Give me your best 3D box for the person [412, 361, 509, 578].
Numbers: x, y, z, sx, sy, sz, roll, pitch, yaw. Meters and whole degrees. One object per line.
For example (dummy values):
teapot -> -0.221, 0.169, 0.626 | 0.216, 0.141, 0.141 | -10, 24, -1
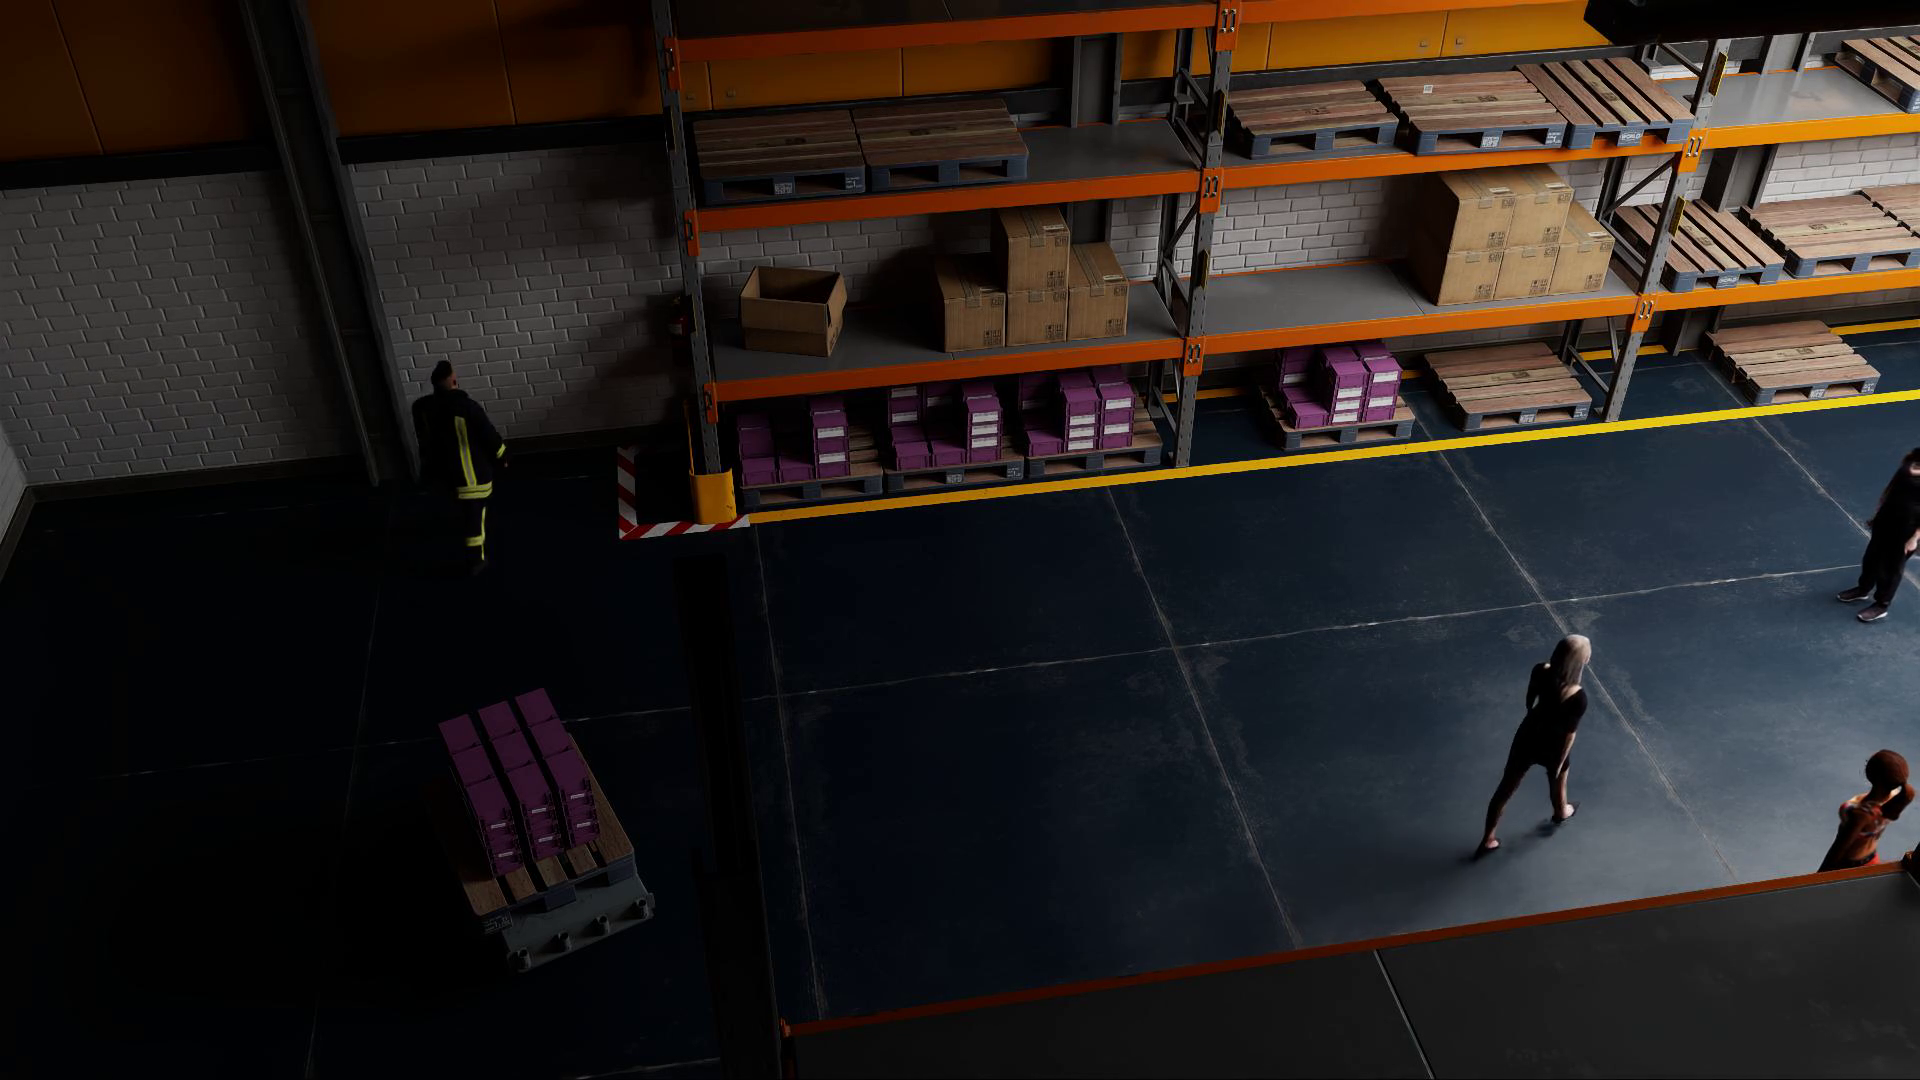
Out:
person -> -3.876, -0.538, 12.841 | 1.169, 1.826, 1.060 | 5, 39, 6

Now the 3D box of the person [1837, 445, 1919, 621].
person -> 7.067, -0.152, 12.422 | 0.537, 1.745, 0.576 | -10, 40, -12

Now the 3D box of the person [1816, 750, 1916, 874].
person -> 5.219, 1.937, 9.777 | 0.568, 1.782, 0.697 | -19, 43, -23

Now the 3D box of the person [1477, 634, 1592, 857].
person -> 3.596, 1.345, 10.507 | 1.160, 1.796, 0.930 | -26, 46, -29
